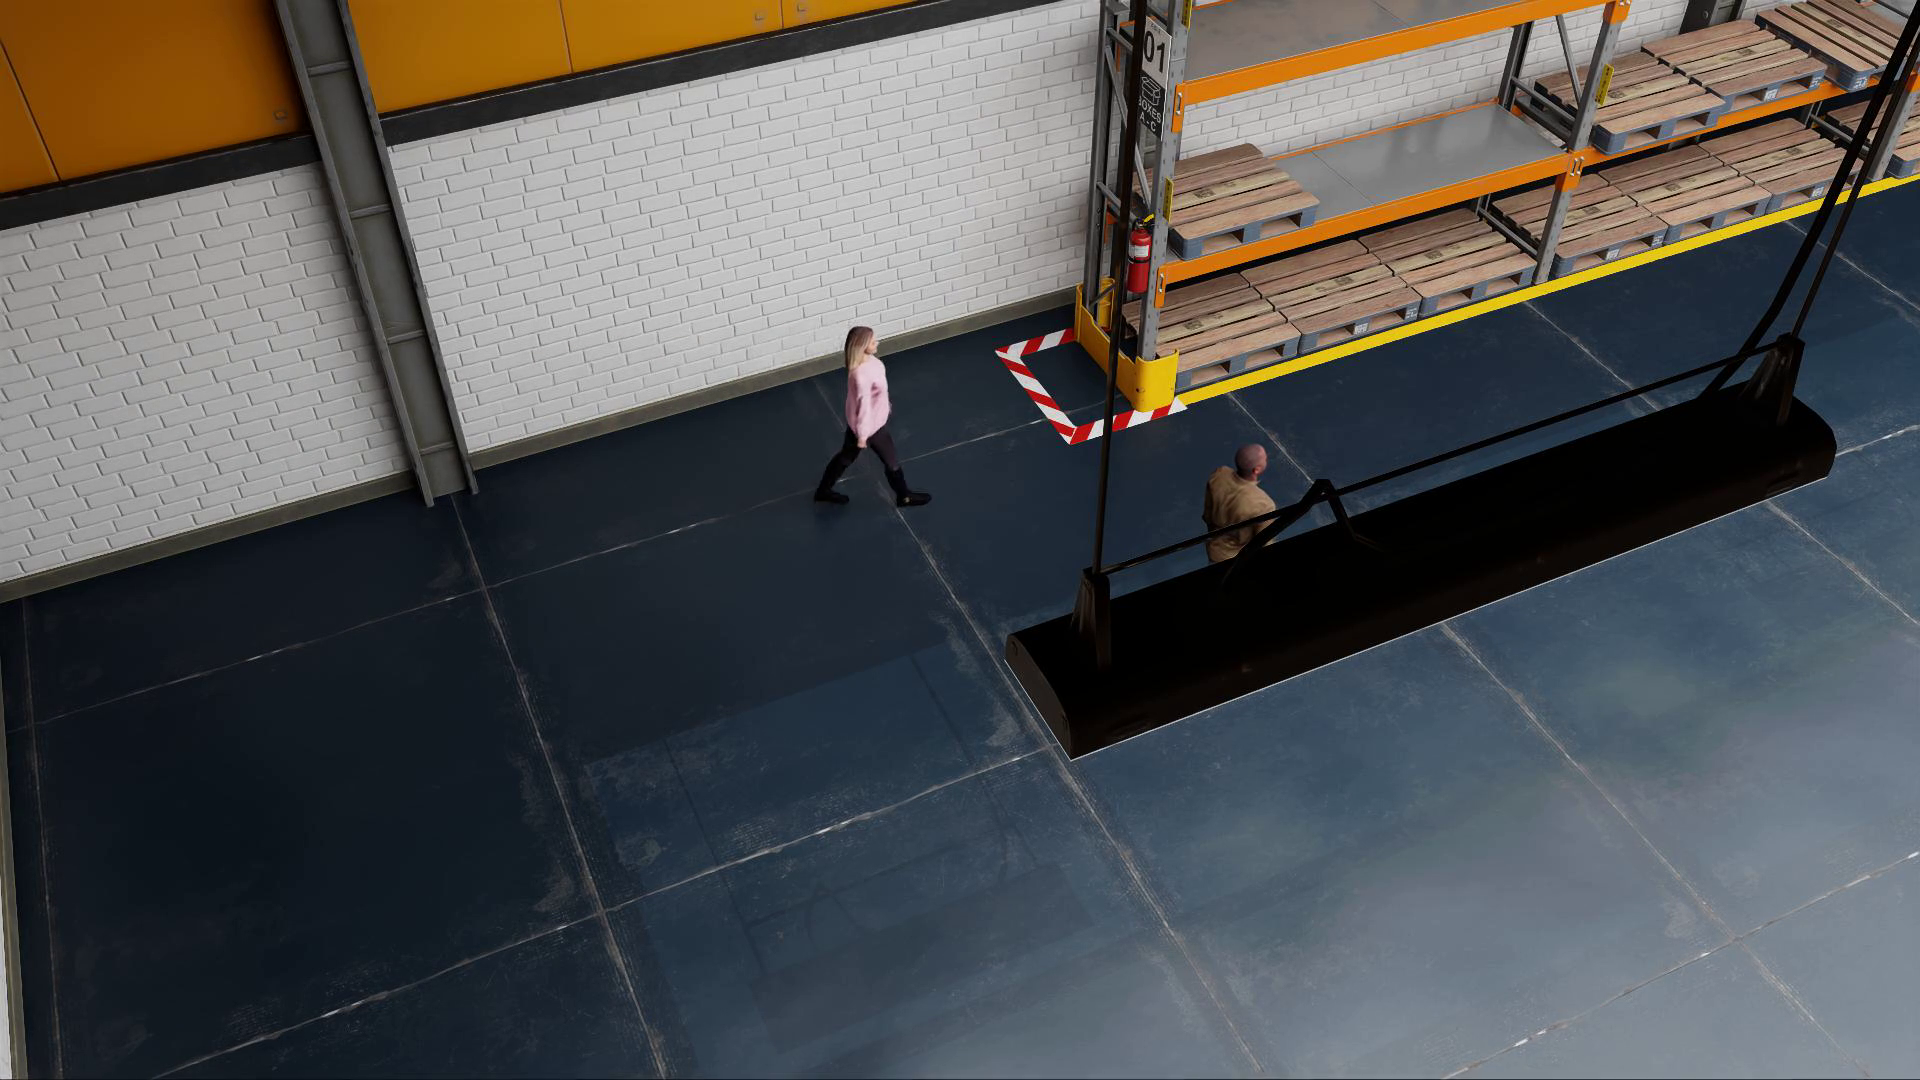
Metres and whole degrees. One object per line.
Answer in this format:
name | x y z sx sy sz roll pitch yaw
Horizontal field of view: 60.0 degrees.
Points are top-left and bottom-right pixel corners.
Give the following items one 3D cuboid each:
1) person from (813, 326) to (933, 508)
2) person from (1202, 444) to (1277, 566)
person | -0.762 -0.846 11.935 1.158 1.647 0.782 -7 44 -7
person | 1.787 0.093 10.819 0.685 1.825 0.778 -30 51 -28
